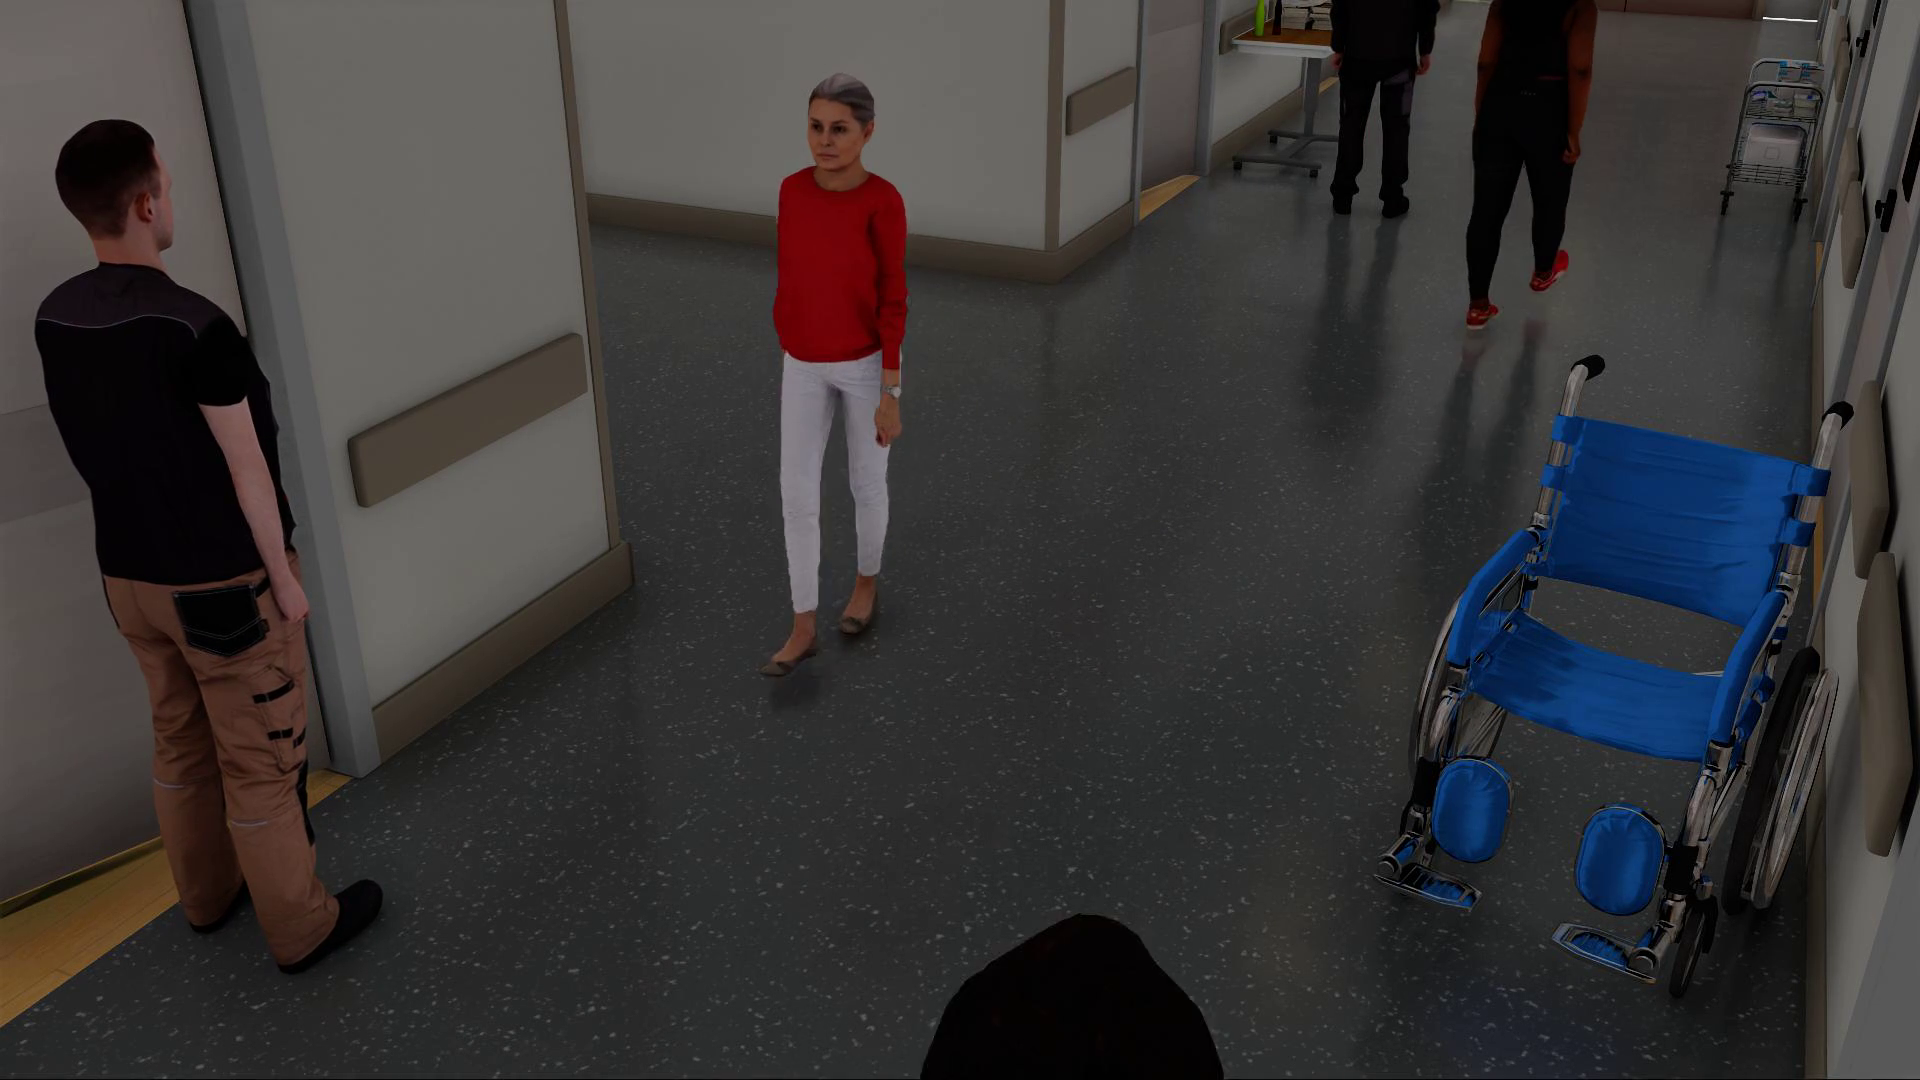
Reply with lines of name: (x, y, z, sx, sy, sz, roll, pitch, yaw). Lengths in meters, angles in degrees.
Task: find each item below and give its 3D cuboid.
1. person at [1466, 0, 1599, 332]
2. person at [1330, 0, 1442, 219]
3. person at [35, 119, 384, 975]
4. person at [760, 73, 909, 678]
person: (2.474, -1.789, 7.372, 0.811, 1.771, 1.185, 16, 30, 30)
person: (2.348, -2.748, 9.258, 0.765, 1.859, 0.600, 10, 28, 20)
person: (-1.600, 0.060, 3.457, 0.664, 1.840, 0.571, 12, 28, 23)
person: (-0.305, -0.488, 4.788, 0.643, 1.671, 0.901, 8, 27, 16)
